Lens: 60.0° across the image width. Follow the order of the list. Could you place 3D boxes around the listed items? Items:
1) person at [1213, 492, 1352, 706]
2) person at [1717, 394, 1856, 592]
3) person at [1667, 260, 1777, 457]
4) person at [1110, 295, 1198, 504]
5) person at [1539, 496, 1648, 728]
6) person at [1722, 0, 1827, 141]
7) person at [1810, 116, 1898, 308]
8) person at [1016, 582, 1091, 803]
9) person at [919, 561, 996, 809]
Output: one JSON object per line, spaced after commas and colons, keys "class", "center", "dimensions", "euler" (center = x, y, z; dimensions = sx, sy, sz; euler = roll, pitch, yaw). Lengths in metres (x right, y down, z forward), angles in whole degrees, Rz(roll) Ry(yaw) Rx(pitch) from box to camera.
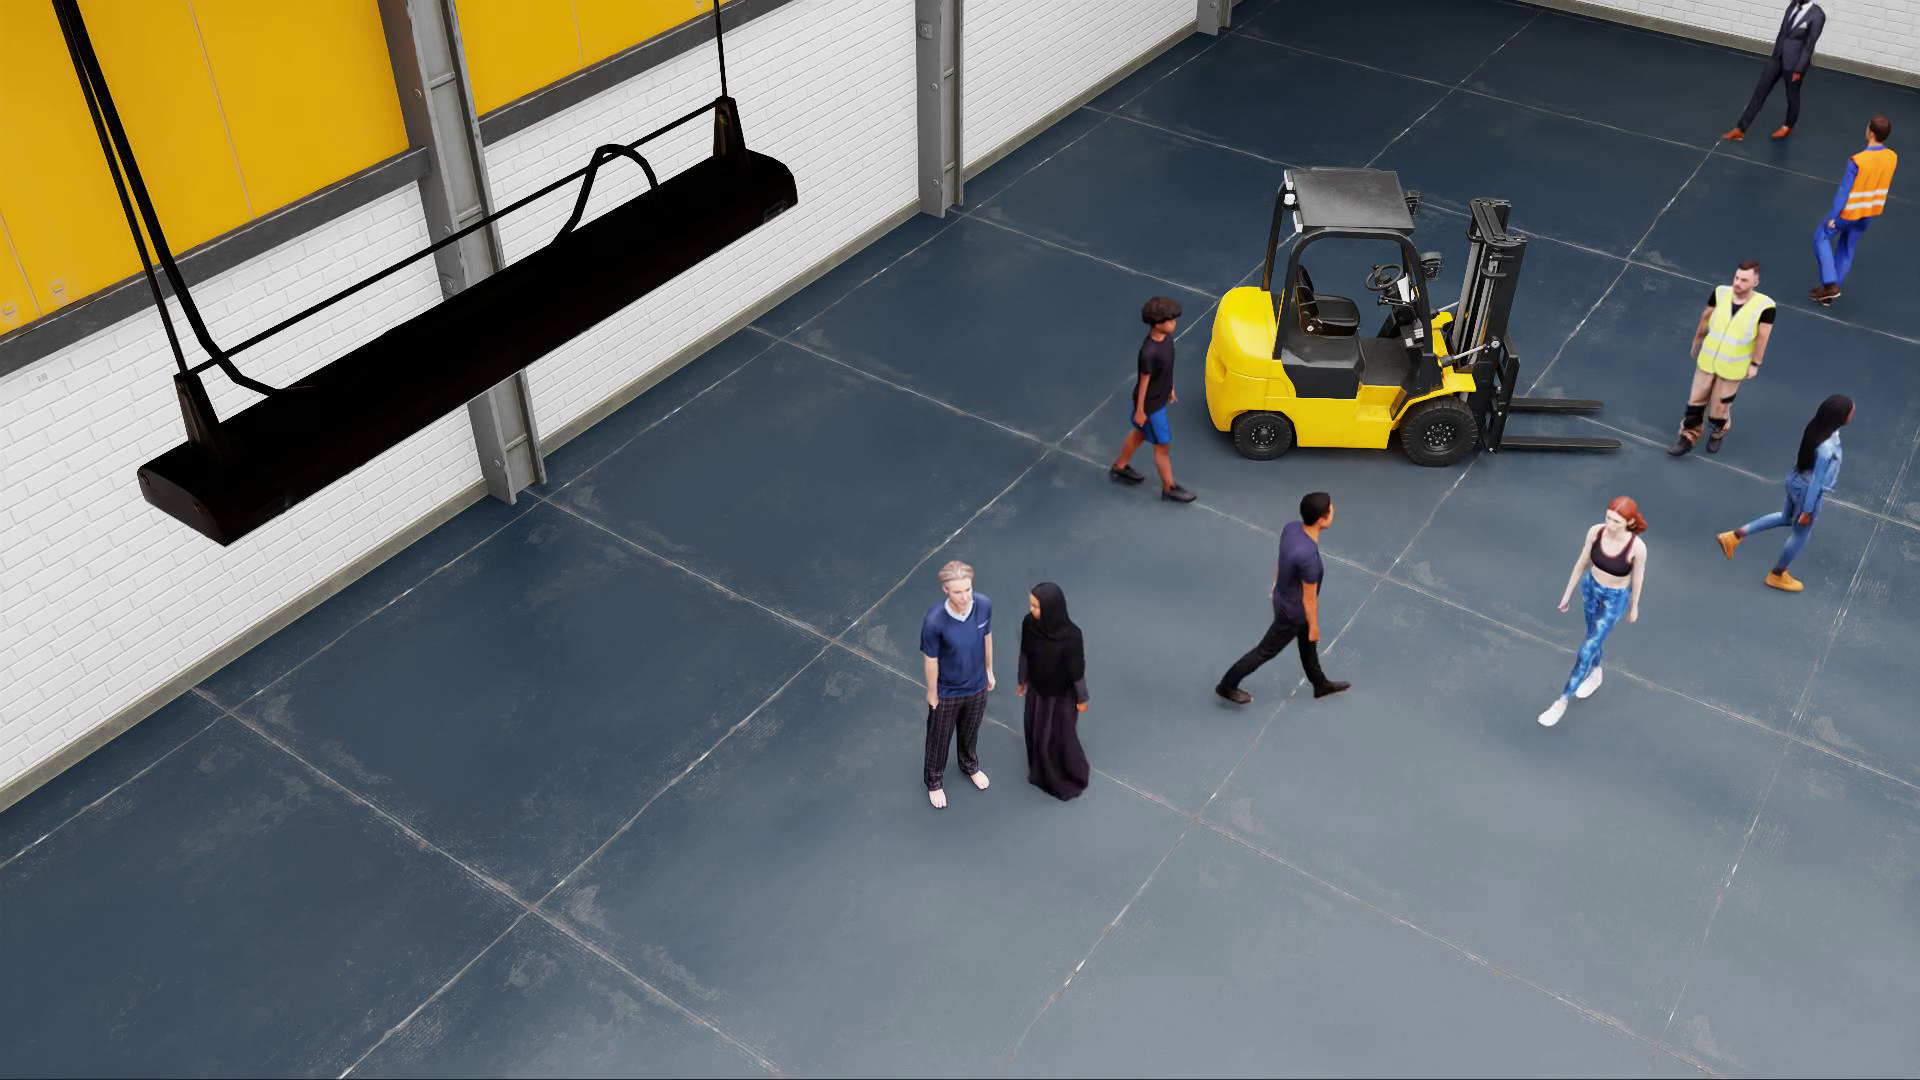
{"class": "person", "center": [2.130, 0.462, 11.144], "dimensions": [1.179, 1.732, 1.228], "euler": [0, 39, 0]}
{"class": "person", "center": [6.074, -0.345, 12.186], "dimensions": [0.872, 1.694, 0.944], "euler": [9, 39, 11]}
{"class": "person", "center": [6.221, -1.469, 13.484], "dimensions": [0.803, 1.830, 0.775], "euler": [-31, 48, -33]}
{"class": "person", "center": [1.449, -1.133, 13.113], "dimensions": [0.822, 1.768, 0.986], "euler": [15, 41, 18]}
{"class": "person", "center": [4.380, 0.399, 11.206], "dimensions": [1.084, 1.755, 0.785], "euler": [-28, 47, -31]}
{"class": "person", "center": [9.135, -5.214, 18.219], "dimensions": [1.301, 1.773, 1.111], "euler": [-15, 41, -18]}
{"class": "person", "center": [8.293, -2.970, 15.348], "dimensions": [0.857, 1.850, 0.918], "euler": [-7, 39, -9]}
{"class": "person", "center": [0.604, 0.901, 10.701], "dimensions": [0.721, 1.600, 0.652], "euler": [18, 42, 21]}
{"class": "person", "center": [-0.020, 0.888, 10.500], "dimensions": [0.650, 1.871, 0.795], "euler": [-19, 42, -22]}
